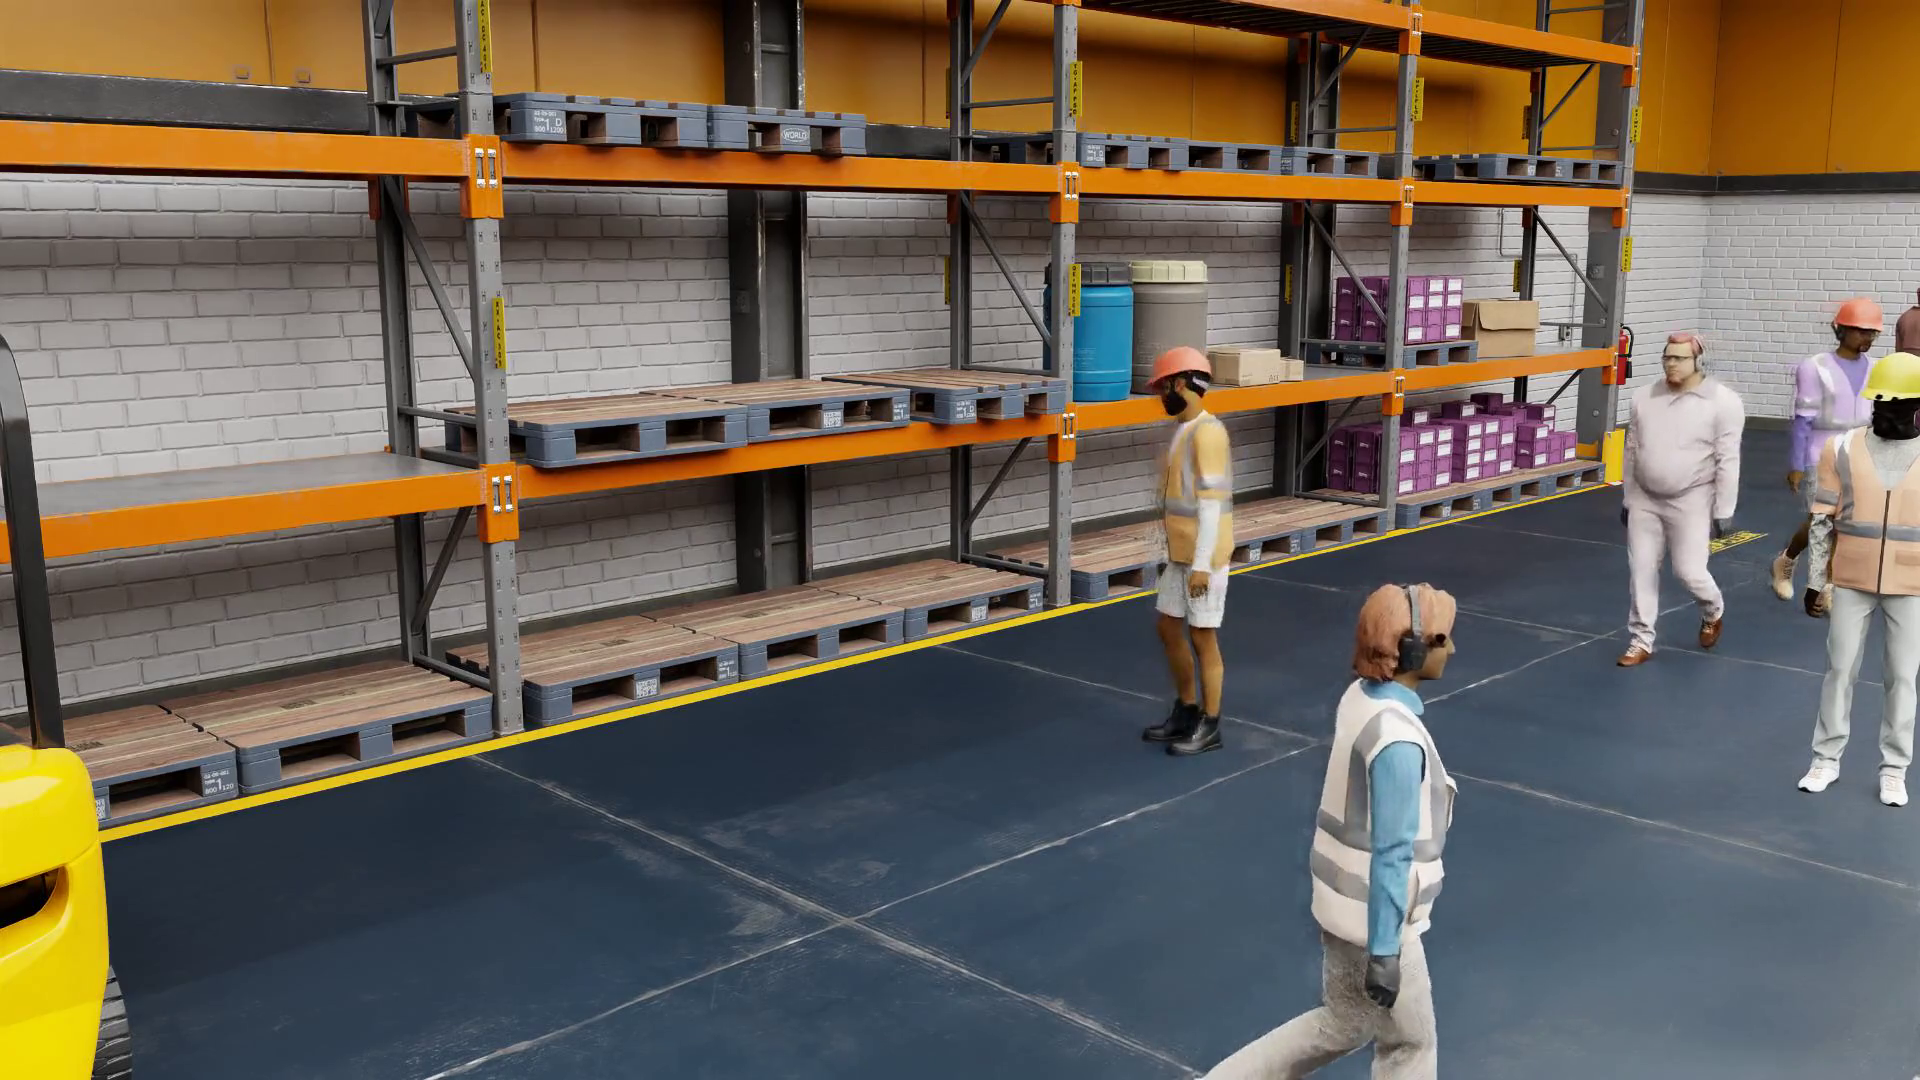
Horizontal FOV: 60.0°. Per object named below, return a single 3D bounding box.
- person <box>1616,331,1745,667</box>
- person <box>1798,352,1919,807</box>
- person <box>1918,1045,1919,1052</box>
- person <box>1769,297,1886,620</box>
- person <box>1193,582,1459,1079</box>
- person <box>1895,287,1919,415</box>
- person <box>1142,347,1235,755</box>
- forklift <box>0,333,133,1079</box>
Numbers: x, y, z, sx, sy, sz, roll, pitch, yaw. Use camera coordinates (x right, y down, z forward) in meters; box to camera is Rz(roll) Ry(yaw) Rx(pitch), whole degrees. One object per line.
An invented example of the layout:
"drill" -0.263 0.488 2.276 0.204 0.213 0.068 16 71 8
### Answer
"person" 4.049 -0.231 9.343 0.707 1.888 0.649 -9 14 -40
"person" 3.905 0.169 7.041 0.593 1.922 0.377 7 13 34
"person" 1.303 1.220 2.099 0.268 1.632 0.506 7 13 34
"person" 5.475 -0.509 10.453 0.640 2.028 0.548 -2 11 -9
"person" 0.896 0.887 3.980 0.668 1.618 0.525 1 10 4
"person" 10.234 -1.774 17.671 0.411 1.913 0.643 -2 11 -13
"person" 1.084 0.071 7.699 0.344 1.894 0.581 -2 11 -11
"forklift" -3.289 0.485 4.582 1.214 2.155 2.313 -10 14 -44
